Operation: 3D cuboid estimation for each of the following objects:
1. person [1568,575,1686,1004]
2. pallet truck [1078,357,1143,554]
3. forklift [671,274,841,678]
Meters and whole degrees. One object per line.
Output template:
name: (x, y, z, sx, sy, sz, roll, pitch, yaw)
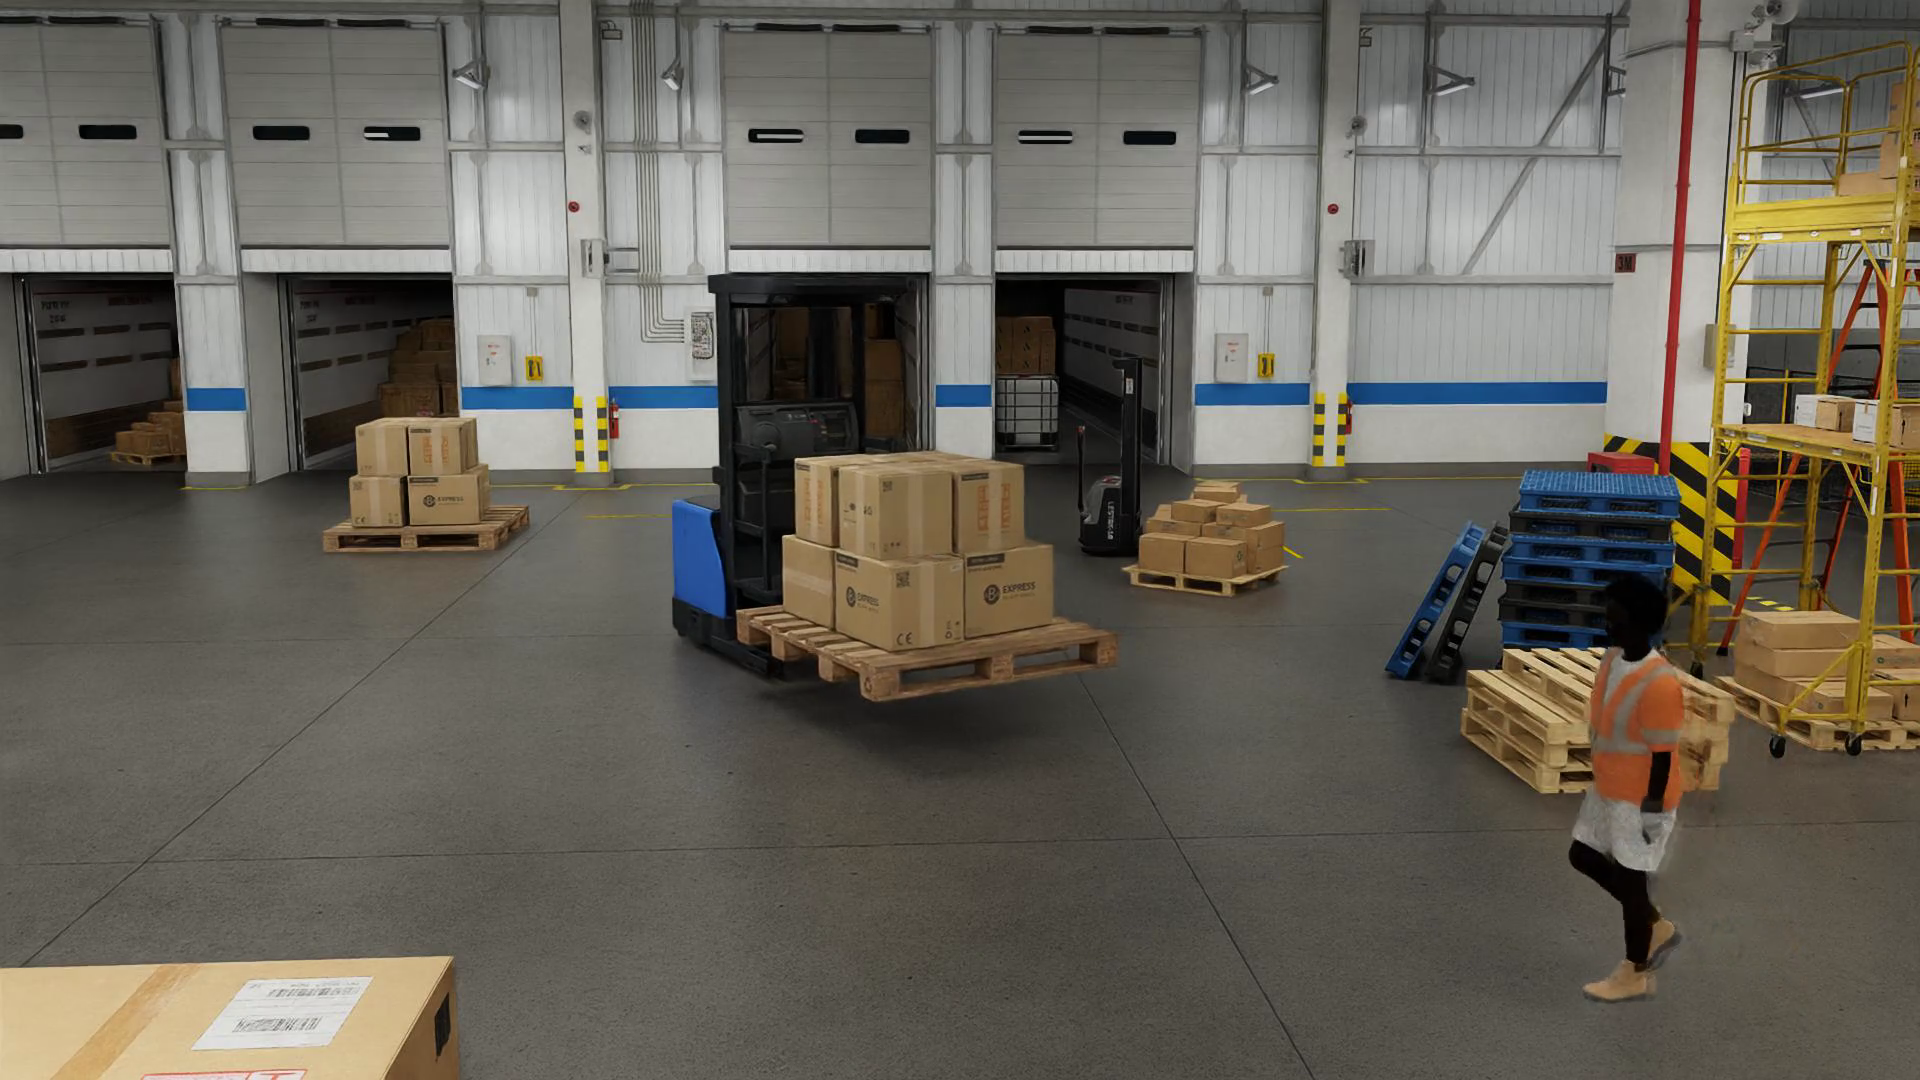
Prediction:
person: (2.594, 0.964, 6.414, 0.395, 1.681, 0.540, 0, 9, -2)
pallet truck: (2.088, -0.836, 16.757, 1.885, 1.965, 0.823, 2, 9, 13)
forklift: (-1.353, -0.572, 12.340, 1.129, 2.768, 1.873, -6, 11, -31)
